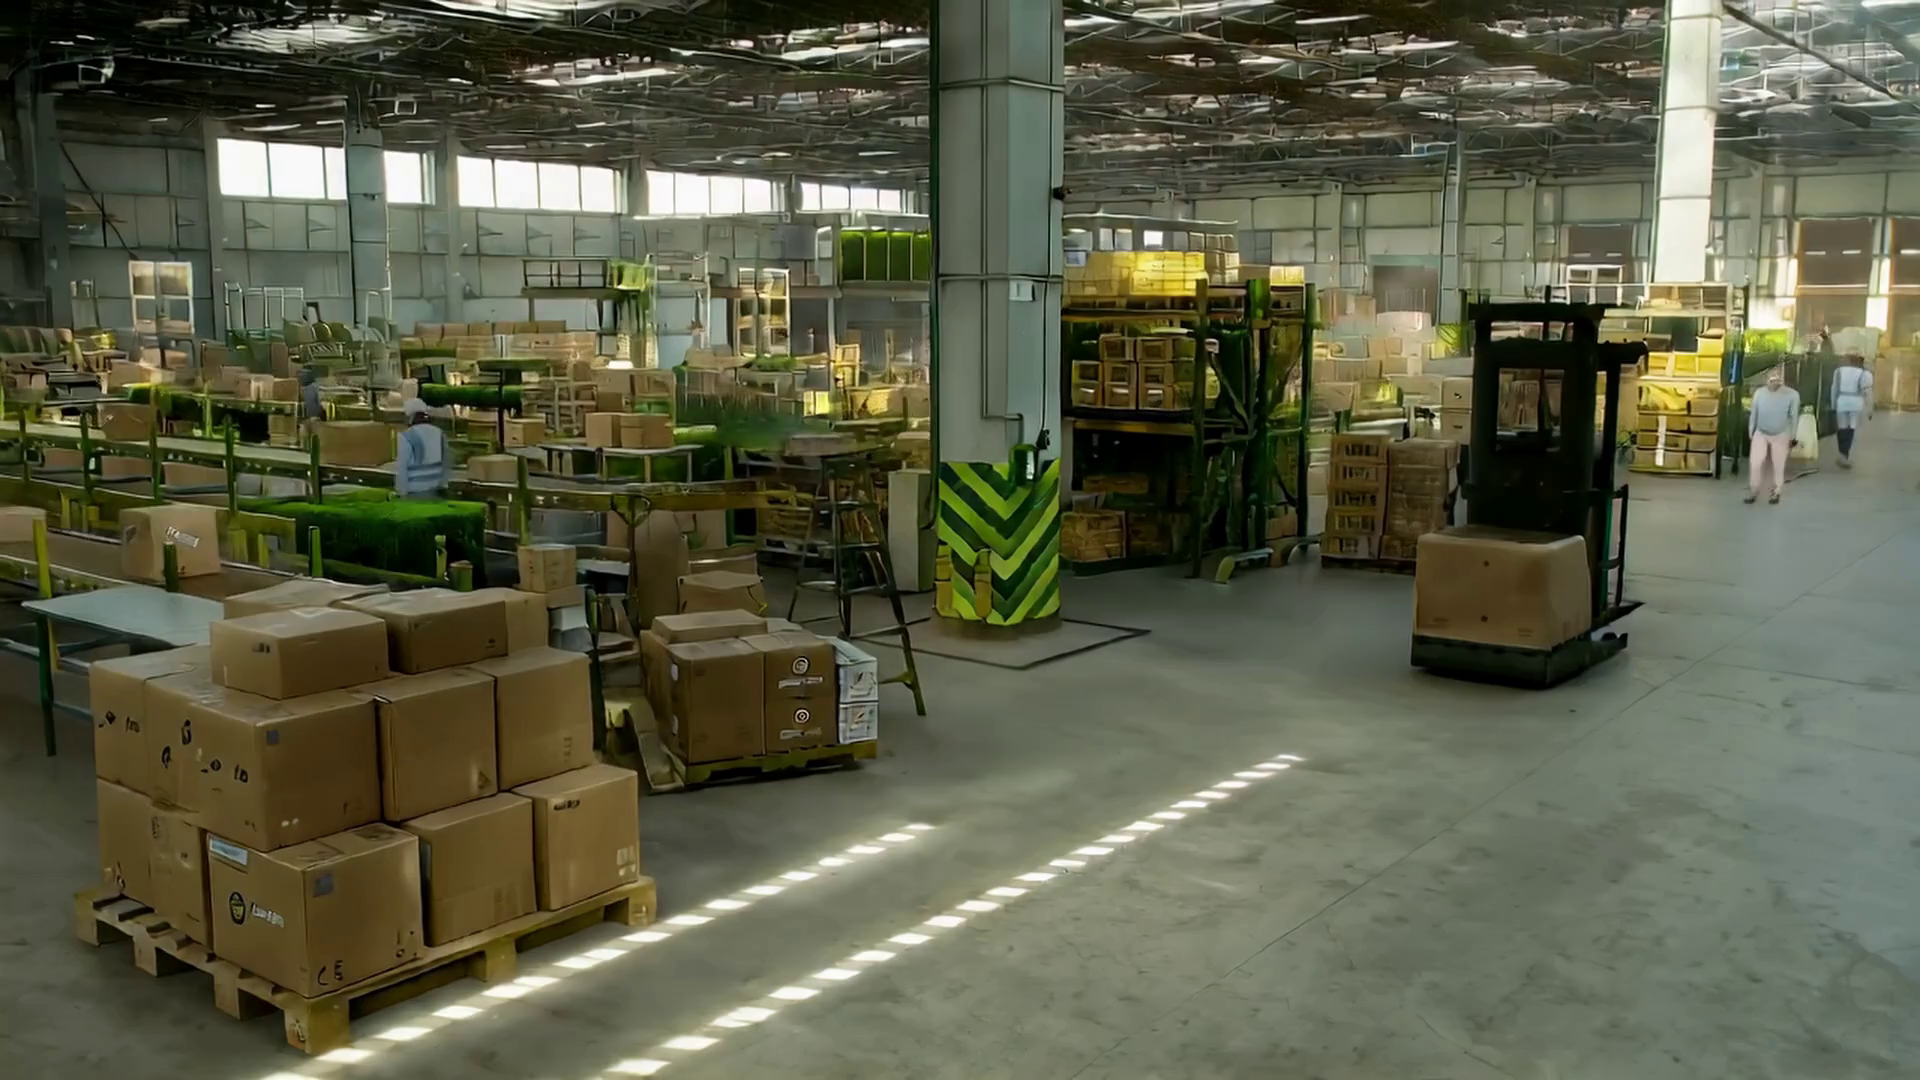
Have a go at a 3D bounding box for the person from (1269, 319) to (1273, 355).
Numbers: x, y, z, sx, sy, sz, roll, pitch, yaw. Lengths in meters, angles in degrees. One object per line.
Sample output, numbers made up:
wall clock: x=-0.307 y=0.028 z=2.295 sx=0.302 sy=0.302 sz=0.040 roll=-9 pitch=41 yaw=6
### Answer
person: x=12.334 y=-7.918 z=66.694 sx=0.573 sy=1.864 sz=0.780 roll=5 pitch=10 yaw=31

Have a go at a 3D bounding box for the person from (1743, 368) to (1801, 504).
person: x=11.076 y=-1.401 z=22.729 sx=0.648 sy=1.878 sz=0.846 roll=7 pitch=11 yaw=39

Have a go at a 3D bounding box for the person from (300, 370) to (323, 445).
person: x=-10.787 y=-2.041 z=27.898 sx=0.569 sy=1.612 sz=0.526 roll=-1 pitch=9 yaw=-8

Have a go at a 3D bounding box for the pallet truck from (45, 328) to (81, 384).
pallet truck: x=-23.775 y=-4.544 z=43.495 sx=1.885 sy=1.965 sz=0.823 roll=6 pitch=10 yaw=35

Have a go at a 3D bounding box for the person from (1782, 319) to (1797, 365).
person: x=33.429 y=-7.964 z=67.002 sx=0.521 sy=1.864 sz=0.336 roll=6 pitch=11 yaw=37

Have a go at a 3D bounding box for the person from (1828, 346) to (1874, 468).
person: x=14.841 y=-2.200 z=27.604 sx=0.741 sy=2.018 sz=0.653 roll=-6 pitch=11 yaw=-37

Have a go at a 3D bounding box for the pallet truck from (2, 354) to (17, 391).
pallet truck: x=-24.881 y=-4.417 z=42.634 sx=1.885 sy=1.965 sz=0.823 roll=8 pitch=11 yaw=41

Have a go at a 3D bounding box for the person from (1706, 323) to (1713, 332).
person: x=25.721 y=-6.524 z=57.266 sx=0.427 sy=1.868 sz=0.571 roll=0 pitch=8 yaw=2

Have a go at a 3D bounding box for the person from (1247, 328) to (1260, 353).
person: x=11.083 y=-7.382 z=62.780 sx=0.620 sy=1.964 sz=0.975 roll=5 pitch=10 yaw=28

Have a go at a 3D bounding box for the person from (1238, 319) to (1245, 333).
person: x=11.614 y=-8.219 z=68.517 sx=0.400 sy=1.928 sz=0.542 roll=4 pitch=9 yaw=23

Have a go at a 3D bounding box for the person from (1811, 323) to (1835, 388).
person: x=26.494 y=-5.704 z=51.164 sx=0.694 sy=2.000 sz=0.872 roll=-2 pitch=9 yaw=-15

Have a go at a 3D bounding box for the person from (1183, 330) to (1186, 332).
person: x=6.636 y=-5.423 z=50.056 sx=0.627 sy=1.800 sz=0.807 roll=-8 pitch=11 yaw=-42

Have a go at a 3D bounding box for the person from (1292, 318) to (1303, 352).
person: x=16.739 y=-10.107 z=81.610 sx=0.903 sy=1.802 sz=0.536 roll=1 pitch=9 yaw=10

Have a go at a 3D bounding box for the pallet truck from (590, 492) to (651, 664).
pallet truck: x=-3.115 y=0.344 z=12.883 sx=0.653 sy=1.274 sz=1.630 roll=7 pitch=11 yaw=37

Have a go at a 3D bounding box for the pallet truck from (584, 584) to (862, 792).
pallet truck: x=-1.426 y=0.805 z=10.019 sx=1.601 sy=1.201 sz=0.680 roll=-4 pitch=9 yaw=-26

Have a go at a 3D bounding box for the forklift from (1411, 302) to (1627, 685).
forklift: x=4.379 y=-0.438 z=12.852 sx=1.129 sy=2.768 sz=1.873 roll=7 pitch=11 yaw=37

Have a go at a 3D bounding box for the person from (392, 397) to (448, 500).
person: x=-5.659 y=-0.574 z=17.365 sx=0.467 sy=1.816 sz=0.597 roll=4 pitch=9 yaw=25

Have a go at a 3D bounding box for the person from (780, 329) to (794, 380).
person: x=-5.688 y=-6.123 z=55.097 sx=0.768 sy=1.717 sz=0.491 roll=5 pitch=10 yaw=32
